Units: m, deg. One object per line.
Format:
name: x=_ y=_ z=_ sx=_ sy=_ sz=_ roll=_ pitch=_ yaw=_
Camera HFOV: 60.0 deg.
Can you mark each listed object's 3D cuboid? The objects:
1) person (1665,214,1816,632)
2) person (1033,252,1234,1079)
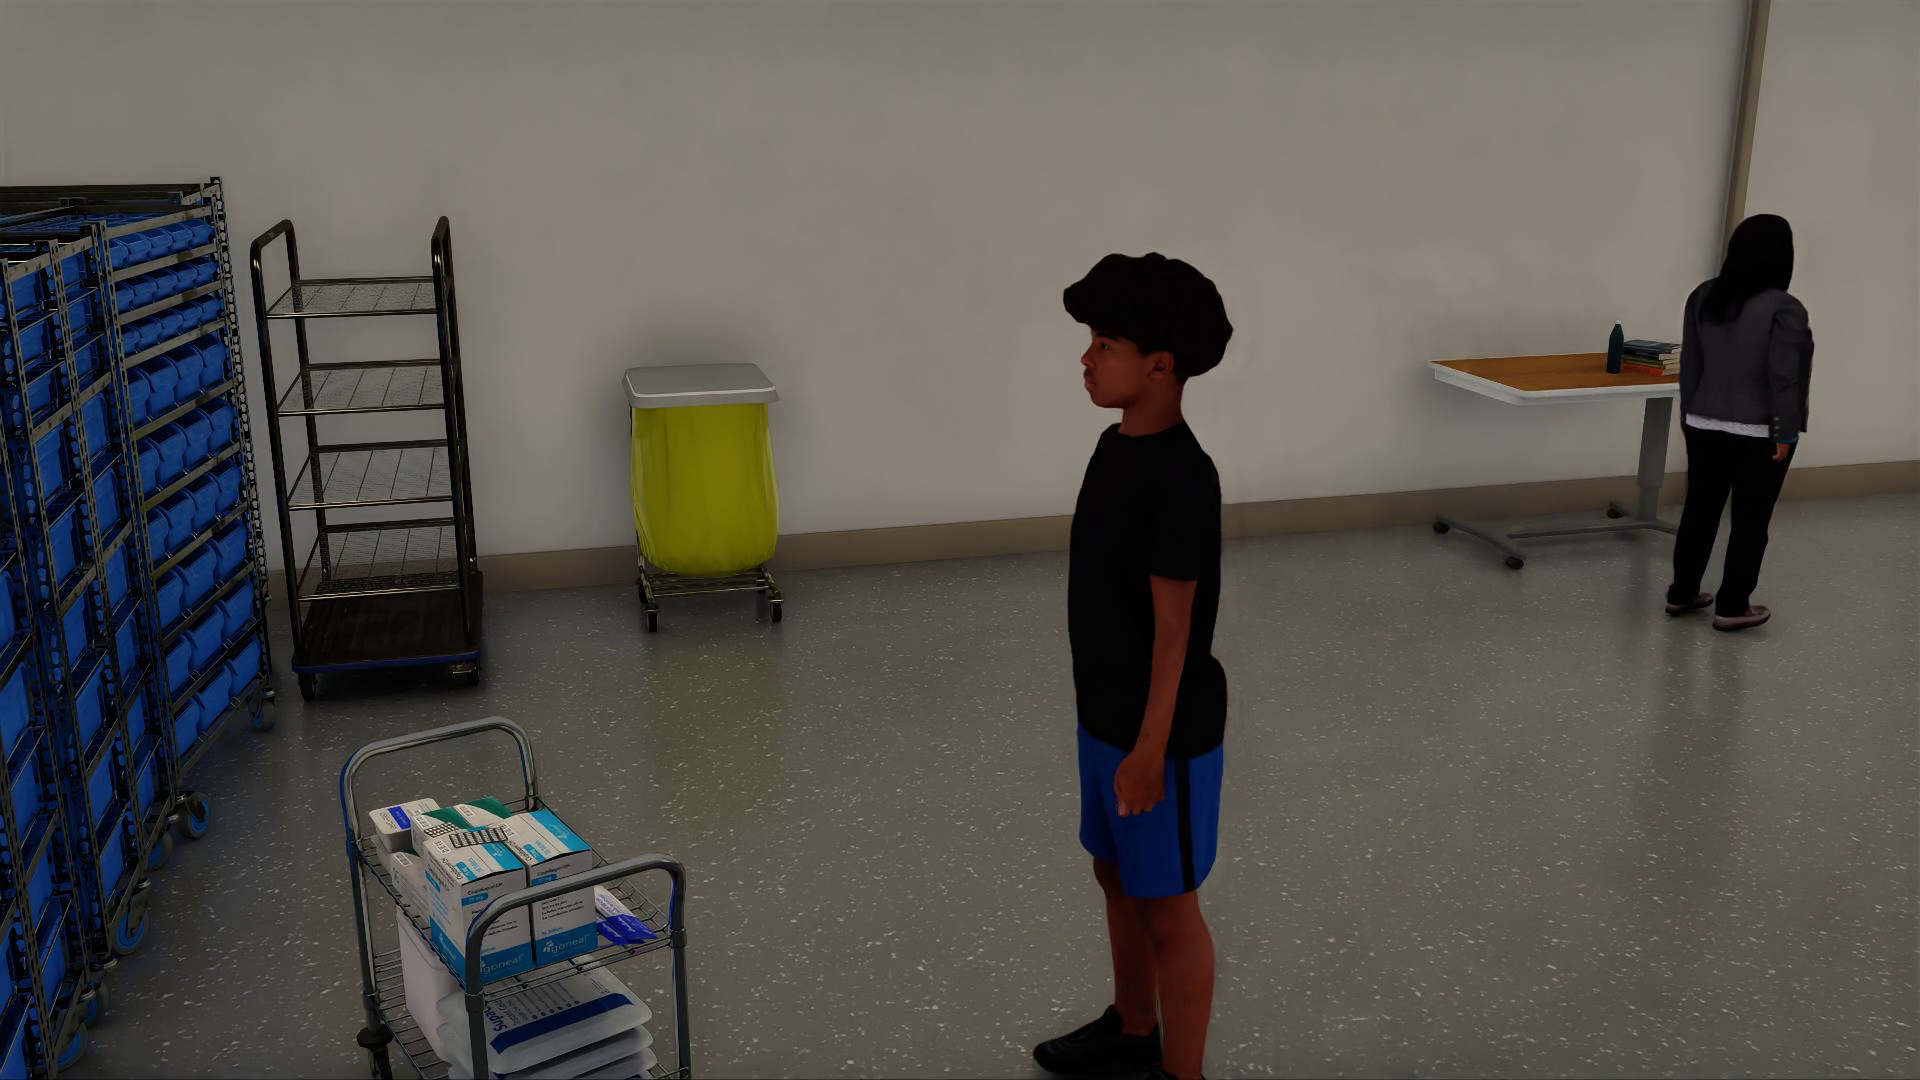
person: x=2.998 y=-0.444 z=6.409 sx=0.725 sy=1.595 sz=0.726 roll=-8 pitch=18 yaw=-26
person: x=0.381 y=0.330 z=3.296 sx=0.530 sy=1.793 sz=0.580 roll=-5 pitch=16 yaw=-16
